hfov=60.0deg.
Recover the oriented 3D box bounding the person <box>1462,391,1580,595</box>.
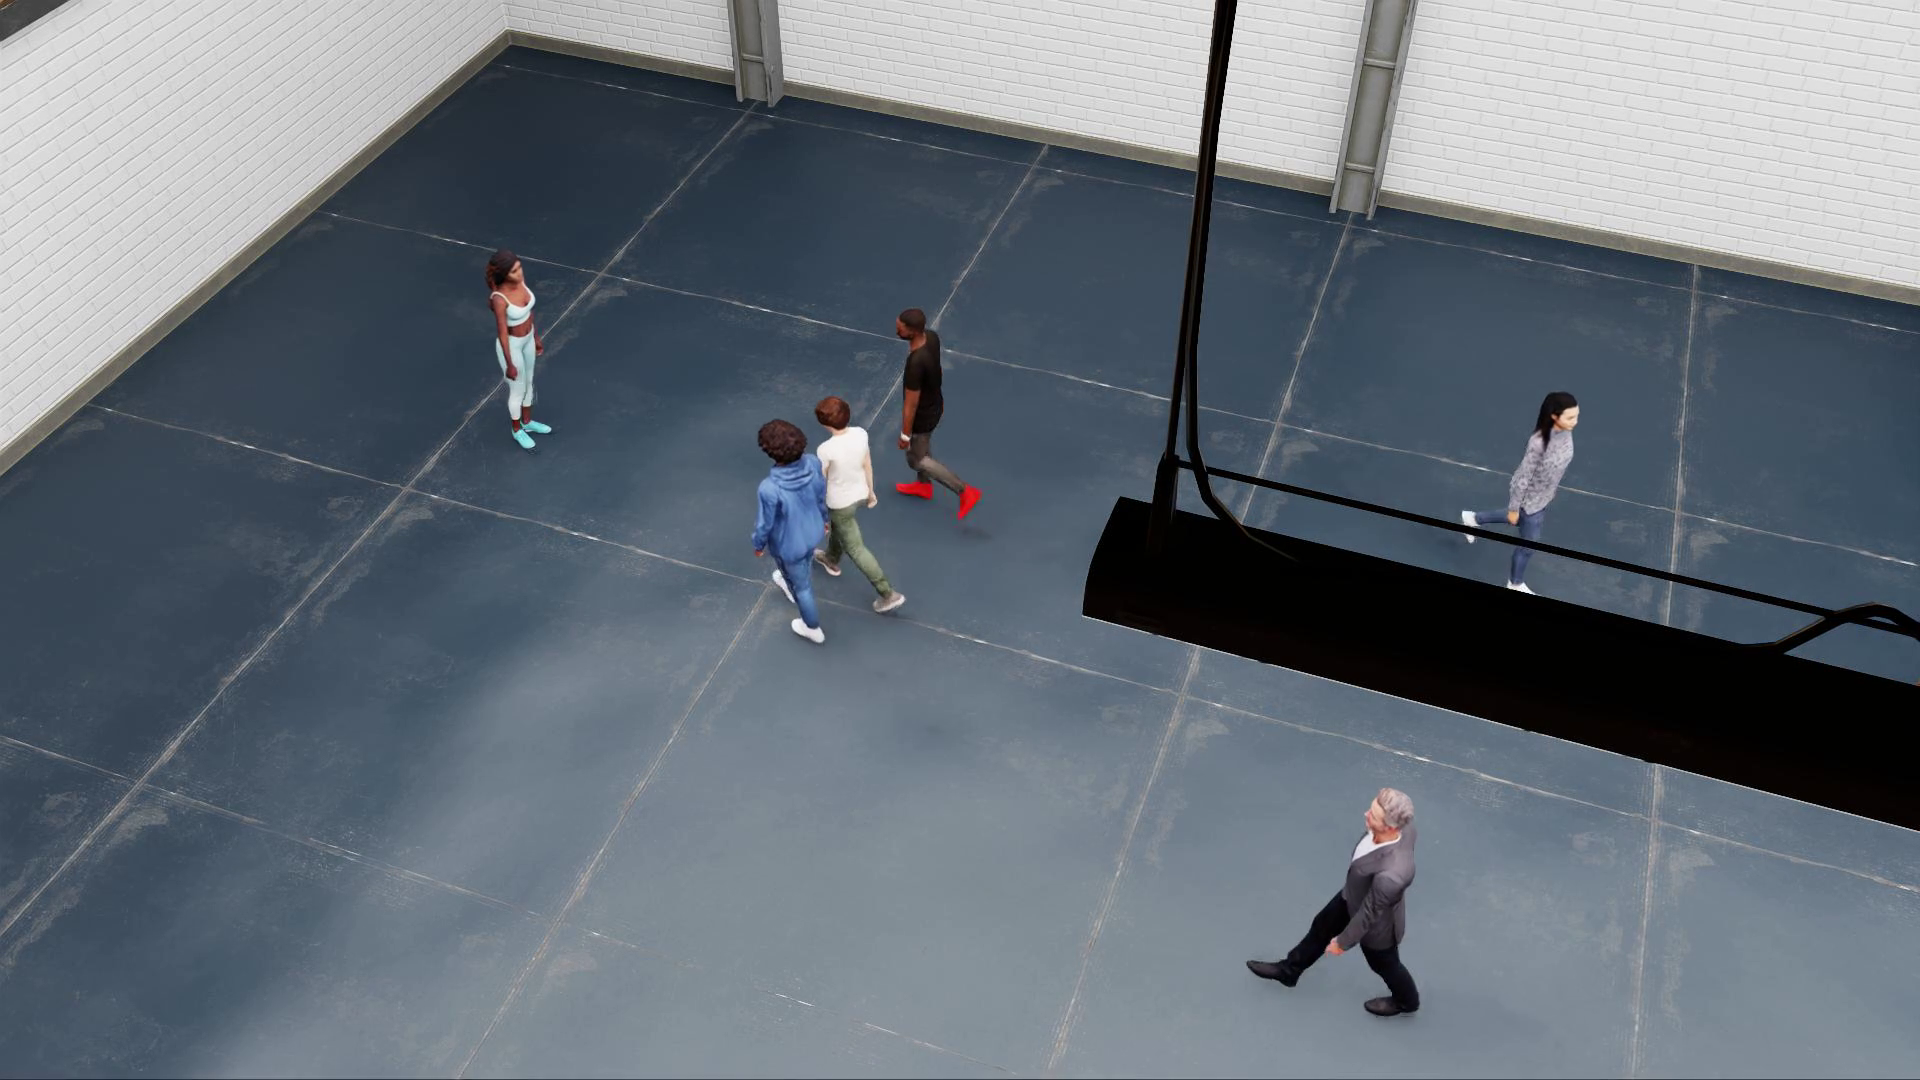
[{"bbox_3d":[3.798,-0.351,11.232,0.916,1.709,1.113,-32,52,-29],"label":"person"}]

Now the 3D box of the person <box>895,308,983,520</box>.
[{"bbox_3d":[-0.188,-0.861,11.713,0.962,1.785,0.735,13,45,14],"label":"person"}]

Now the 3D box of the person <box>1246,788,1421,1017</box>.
[{"bbox_3d":[2.236,1.970,8.740,1.265,1.787,0.904,6,44,6],"label":"person"}]

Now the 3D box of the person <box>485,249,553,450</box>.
[{"bbox_3d":[-3.292,-1.433,12.364,0.569,1.713,0.559,15,46,15],"label":"person"}]

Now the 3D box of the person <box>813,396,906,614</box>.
[{"bbox_3d":[-0.700,-0.213,11.154,1.215,1.618,0.899,31,52,29],"label":"person"}]

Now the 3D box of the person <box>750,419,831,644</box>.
[{"bbox_3d":[-1.022,-0.009,10.815,0.911,1.789,1.037,-34,53,-30],"label":"person"}]
